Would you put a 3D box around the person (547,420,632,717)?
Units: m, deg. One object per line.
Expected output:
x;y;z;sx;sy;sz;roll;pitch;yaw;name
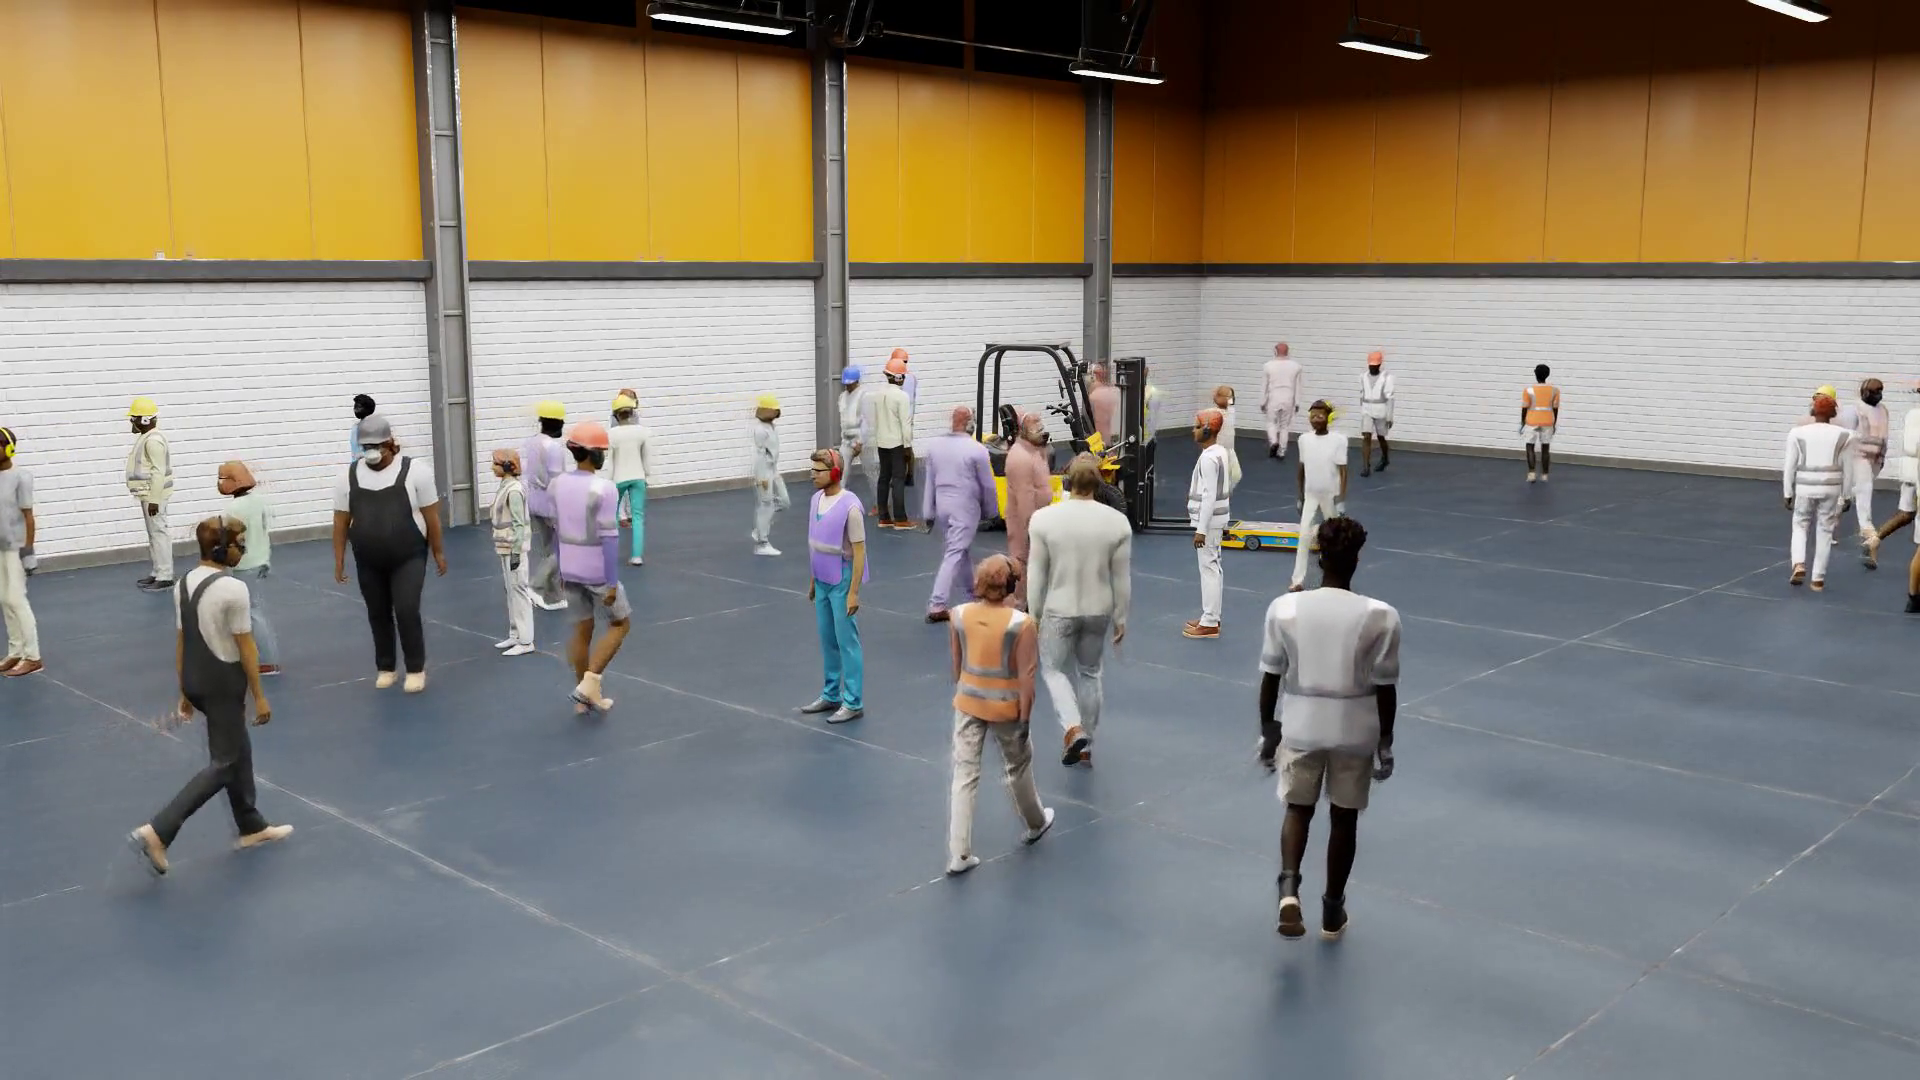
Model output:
-2.494;0.206;11.214;0.609;2.031;0.435;5;11;29;person

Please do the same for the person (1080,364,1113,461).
1.599;-1.232;20.524;0.978;1.857;0.650;4;10;22;person

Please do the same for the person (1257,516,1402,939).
1.621;0.869;7.387;0.614;1.950;0.592;4;10;21;person

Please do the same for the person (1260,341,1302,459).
5.088;-2.203;26.388;0.652;1.891;0.492;0;9;1;person

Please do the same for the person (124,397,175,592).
-7.648;-0.433;15.713;0.404;1.833;0.592;-6;11;-31;person

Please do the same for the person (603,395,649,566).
-3.475;-0.622;17.152;0.535;1.746;0.742;-5;11;-28;person

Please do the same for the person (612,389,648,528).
-3.892;-0.964;19.602;0.315;1.633;0.520;4;10;21;person

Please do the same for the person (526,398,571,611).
-3.631;-0.294;14.642;0.465;1.911;0.585;-7;12;-36;person

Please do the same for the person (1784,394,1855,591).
8.088;-0.444;15.686;0.581;1.872;0.438;5;10;27;person

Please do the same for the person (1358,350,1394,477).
6.175;-1.882;24.560;0.558;1.870;1.003;5;11;30;person

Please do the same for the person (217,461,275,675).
-5.384;0.212;12.410;0.559;1.615;0.536;1;9;3;person

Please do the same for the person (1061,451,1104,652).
0.947;0.102;13.077;0.581;1.608;0.531;-1;9;-5;person

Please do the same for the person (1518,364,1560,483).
8.222;-1.651;23.616;0.543;1.700;0.334;1;9;4;person

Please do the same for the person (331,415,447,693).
-4.095;0.090;11.875;0.756;2.000;0.699;-1;9;-4;person

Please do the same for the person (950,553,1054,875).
0.192;0.860;8.520;0.516;1.595;0.855;4;10;26;person

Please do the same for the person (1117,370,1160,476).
2.265;-1.321;21.196;0.436;1.821;0.646;-7;11;-35;person

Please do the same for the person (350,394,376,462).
-6.366;-0.724;17.909;0.530;1.697;0.322;8;12;40;person

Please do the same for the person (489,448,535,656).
-3.530;0.089;13.103;0.308;1.639;0.524;-4;10;-24;person

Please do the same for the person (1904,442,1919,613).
8.532;-0.271;14.446;0.377;1.930;0.544;-1;9;-7;person

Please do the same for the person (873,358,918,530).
-0.765;-1.122;19.442;0.393;1.995;0.612;-8;12;-40;person

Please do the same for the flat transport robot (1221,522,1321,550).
3.556;-0.040;18.084;1.431;0.197;0.652;3;10;19;flat transport robot

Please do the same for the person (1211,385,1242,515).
3.231;-1.071;20.266;0.508;1.620;0.387;-9;13;-43;person

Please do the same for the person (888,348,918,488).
-0.831;-1.687;23.084;0.357;1.937;0.551;6;11;35;person

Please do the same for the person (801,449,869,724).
-0.823;0.300;11.180;0.373;1.843;0.571;-6;11;-34;person

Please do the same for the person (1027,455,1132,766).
0.724;0.453;10.001;0.644;1.922;0.554;-1;9;-9;person

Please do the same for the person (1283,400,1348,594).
3.297;-0.362;15.285;0.540;1.825;0.928;6;11;32;person

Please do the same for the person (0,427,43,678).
-7.152;0.083;12.460;0.524;1.867;0.381;5;11;29;person

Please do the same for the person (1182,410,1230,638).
2.038;-0.132;13.715;0.356;1.885;0.574;3;10;16;person

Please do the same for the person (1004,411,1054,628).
0.574;-0.160;13.981;0.461;1.868;0.739;3;10;19;person

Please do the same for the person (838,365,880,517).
-1.263;-1.184;20.186;0.596;1.883;0.965;7;12;38;person

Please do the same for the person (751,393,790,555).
-2.010;-0.695;17.627;0.375;1.727;0.517;2;9;11;person

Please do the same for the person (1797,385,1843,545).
9.475;-0.823;18.337;0.322;1.761;0.522;-6;11;-34;person

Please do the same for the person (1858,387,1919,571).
9.397;-0.627;16.347;0.857;2.024;0.613;-1;9;-6;person

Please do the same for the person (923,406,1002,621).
0.011;-0.239;14.488;0.970;1.850;0.623;-9;13;-44;person

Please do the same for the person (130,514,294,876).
-3.812;0.775;8.395;0.501;1.816;0.836;6;11;34;person

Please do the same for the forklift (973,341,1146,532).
0.977;-1.223;19.452;2.313;2.155;1.214;2;9;11;forklift

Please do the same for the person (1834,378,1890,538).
10.259;-0.953;18.976;0.632;1.816;0.817;-4;10;-23;person
